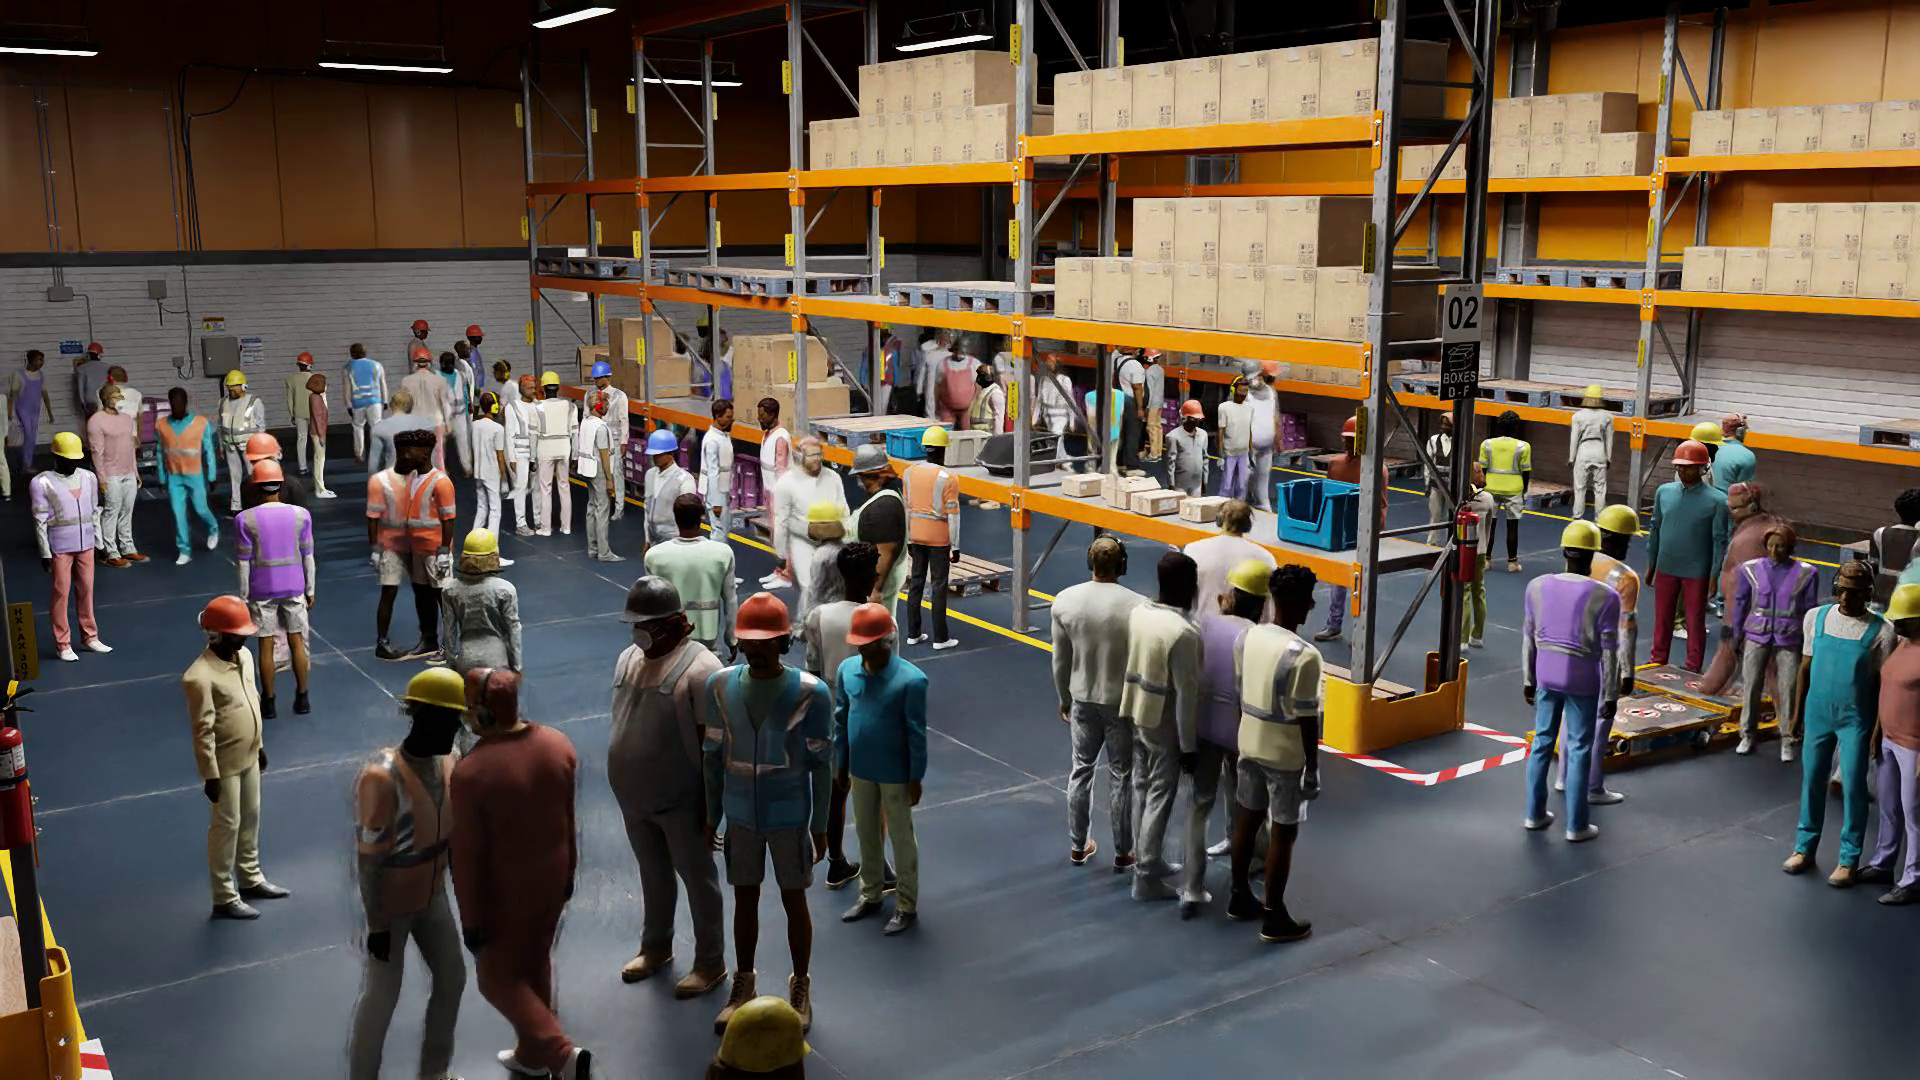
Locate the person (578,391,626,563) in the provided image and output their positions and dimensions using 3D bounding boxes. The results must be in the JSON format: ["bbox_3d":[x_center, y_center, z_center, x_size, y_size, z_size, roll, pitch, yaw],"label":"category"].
[{"bbox_3d":[-3.875,-0.674,17.804,0.389,1.846,0.567,-8,13,-34],"label":"person"}]

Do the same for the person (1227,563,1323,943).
[{"bbox_3d":[1.635,1.079,8.558,0.383,1.957,0.605,-6,12,-27],"label":"person"}]

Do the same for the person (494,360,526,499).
[{"bbox_3d":[-5.914,-1.453,21.856,0.311,1.837,0.691,-1,11,-3],"label":"person"}]

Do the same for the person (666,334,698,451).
[{"bbox_3d":[-4.406,-2.322,26.231,0.634,1.834,0.969,-8,13,-35],"label":"person"}]

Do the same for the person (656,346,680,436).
[{"bbox_3d":[-4.962,-2.653,27.971,0.502,1.837,0.342,1,11,6],"label":"person"}]

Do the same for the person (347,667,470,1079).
[{"bbox_3d":[-2.248,1.458,6.812,0.541,1.878,0.627,4,12,19],"label":"person"}]

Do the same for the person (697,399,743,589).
[{"bbox_3d":[-2.407,-0.455,16.533,0.386,1.904,0.603,0,11,2],"label":"person"}]

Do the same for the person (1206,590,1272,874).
[{"bbox_3d":[1.593,1.071,9.434,0.321,1.631,0.513,-4,12,-19],"label":"person"}]

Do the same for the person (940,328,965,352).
[{"bbox_3d":[-0.123,-3.568,32.358,0.605,1.944,0.403,-10,15,-41],"label":"person"}]

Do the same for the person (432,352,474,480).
[{"bbox_3d":[-7.170,-1.744,23.411,0.648,1.790,0.983,-10,15,-40],"label":"person"}]

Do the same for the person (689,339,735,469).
[{"bbox_3d":[-3.442,-1.859,23.364,0.699,2.000,0.704,-8,13,-34],"label":"person"}]

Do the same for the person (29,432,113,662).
[{"bbox_3d":[-7.429,0.047,13.929,0.379,1.918,0.585,5,12,26],"label":"person"}]

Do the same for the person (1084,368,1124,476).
[{"bbox_3d":[1.768,-1.263,20.876,0.562,1.819,0.723,-4,12,-19],"label":"person"}]

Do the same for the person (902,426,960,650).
[{"bbox_3d":[-0.232,-0.022,14.293,0.585,1.918,0.410,8,14,35],"label":"person"}]

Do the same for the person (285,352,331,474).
[{"bbox_3d":[-9.366,-1.822,23.914,0.570,1.751,0.329,0,11,2],"label":"person"}]

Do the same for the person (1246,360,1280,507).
[{"bbox_3d":[3.870,-1.376,21.286,0.419,1.896,0.596,5,12,23],"label":"person"}]

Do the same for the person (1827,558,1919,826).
[{"bbox_3d":[5.775,0.806,10.154,0.623,1.914,0.682,6,13,28],"label":"person"}]

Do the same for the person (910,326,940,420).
[{"bbox_3d":[-0.574,-2.689,27.976,0.699,1.896,0.597,7,13,33],"label":"person"}]

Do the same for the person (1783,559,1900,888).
[{"bbox_3d":[4.891,1.003,9.250,0.349,1.839,0.504,-9,14,-38],"label":"person"}]

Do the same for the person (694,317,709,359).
[{"bbox_3d":[-4.523,-2.991,29.508,0.442,1.903,0.612,0,11,1],"label":"person"}]

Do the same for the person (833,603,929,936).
[{"bbox_3d":[-0.431,1.172,8.635,0.573,1.739,0.355,7,13,33],"label":"person"}]

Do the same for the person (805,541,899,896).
[{"bbox_3d":[-0.553,0.972,9.066,0.603,1.967,0.367,7,13,31],"label":"person"}]

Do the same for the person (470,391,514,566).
[{"bbox_3d":[-4.995,-0.644,17.643,0.532,1.856,0.368,8,14,36],"label":"person"}]

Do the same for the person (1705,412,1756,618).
[{"bbox_3d":[7.095,-0.234,15.393,0.403,1.906,0.652,-5,12,-22],"label":"person"}]

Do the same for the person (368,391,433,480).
[{"bbox_3d":[-5.898,-0.634,17.568,0.666,1.863,1.046,-10,15,-41],"label":"person"}]

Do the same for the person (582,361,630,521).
[{"bbox_3d":[-4.316,-1.202,20.240,0.614,1.947,0.389,4,12,18],"label":"person"}]

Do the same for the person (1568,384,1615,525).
[{"bbox_3d":[7.414,-0.968,19.568,0.492,1.742,0.320,1,11,7],"label":"person"}]

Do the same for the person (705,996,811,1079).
[{"bbox_3d":[-0.524,2.014,4.346,0.492,1.729,0.324,6,13,29],"label":"person"}]

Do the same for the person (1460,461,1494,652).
[{"bbox_3d":[4.329,0.137,14.191,0.499,1.634,0.279,-8,14,-35],"label":"person"}]

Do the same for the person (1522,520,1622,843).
[{"bbox_3d":[3.638,0.833,9.916,0.401,1.918,0.590,-10,15,-41],"label":"person"}]

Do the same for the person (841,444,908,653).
[{"bbox_3d":[-0.659,0.273,12.454,0.535,2.000,0.673,0,11,-1],"label":"person"}]

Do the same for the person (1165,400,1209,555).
[{"bbox_3d":[2.458,-0.640,17.883,0.566,1.745,0.349,-7,13,-32],"label":"person"}]

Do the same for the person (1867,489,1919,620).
[{"bbox_3d":[7.013,0.457,12.412,0.320,1.694,0.533,-6,13,-28],"label":"person"}]

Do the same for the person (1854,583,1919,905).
[{"bbox_3d":[5.088,1.093,8.985,0.326,1.760,0.524,0,11,-2],"label":"person"}]

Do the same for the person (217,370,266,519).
[{"bbox_3d":[-8.784,-1.159,20.318,0.590,1.833,0.404,1,11,4],"label":"person"}]

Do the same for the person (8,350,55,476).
[{"bbox_3d":[-13.294,-1.812,23.744,0.569,1.796,0.541,3,12,16],"label":"person"}]

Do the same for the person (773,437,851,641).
[{"bbox_3d":[-1.216,0.053,14.061,0.640,1.855,0.999,-9,14,-37],"label":"person"}]

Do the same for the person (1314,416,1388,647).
[{"bbox_3d":[3.380,-0.075,14.350,0.375,1.997,0.612,-11,15,-44],"label":"person"}]

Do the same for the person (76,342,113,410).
[{"bbox_3d":[-13.315,-2.176,25.726,0.564,1.751,0.342,-2,11,-10],"label":"person"}]

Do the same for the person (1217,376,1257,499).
[{"bbox_3d":[3.213,-0.974,19.297,0.516,1.865,0.329,-5,12,-26],"label":"person"}]

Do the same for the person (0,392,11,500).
[{"bbox_3d":[-12.587,-1.354,21.518,0.330,1.750,0.573,5,12,26],"label":"person"}]

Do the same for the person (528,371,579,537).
[{"bbox_3d":[-4.711,-0.994,19.277,0.594,1.911,0.399,-8,14,-35],"label":"person"}]

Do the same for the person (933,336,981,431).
[{"bbox_3d":[-0.036,-2.010,24.141,0.722,2.000,0.664,0,11,1],"label":"person"}]
